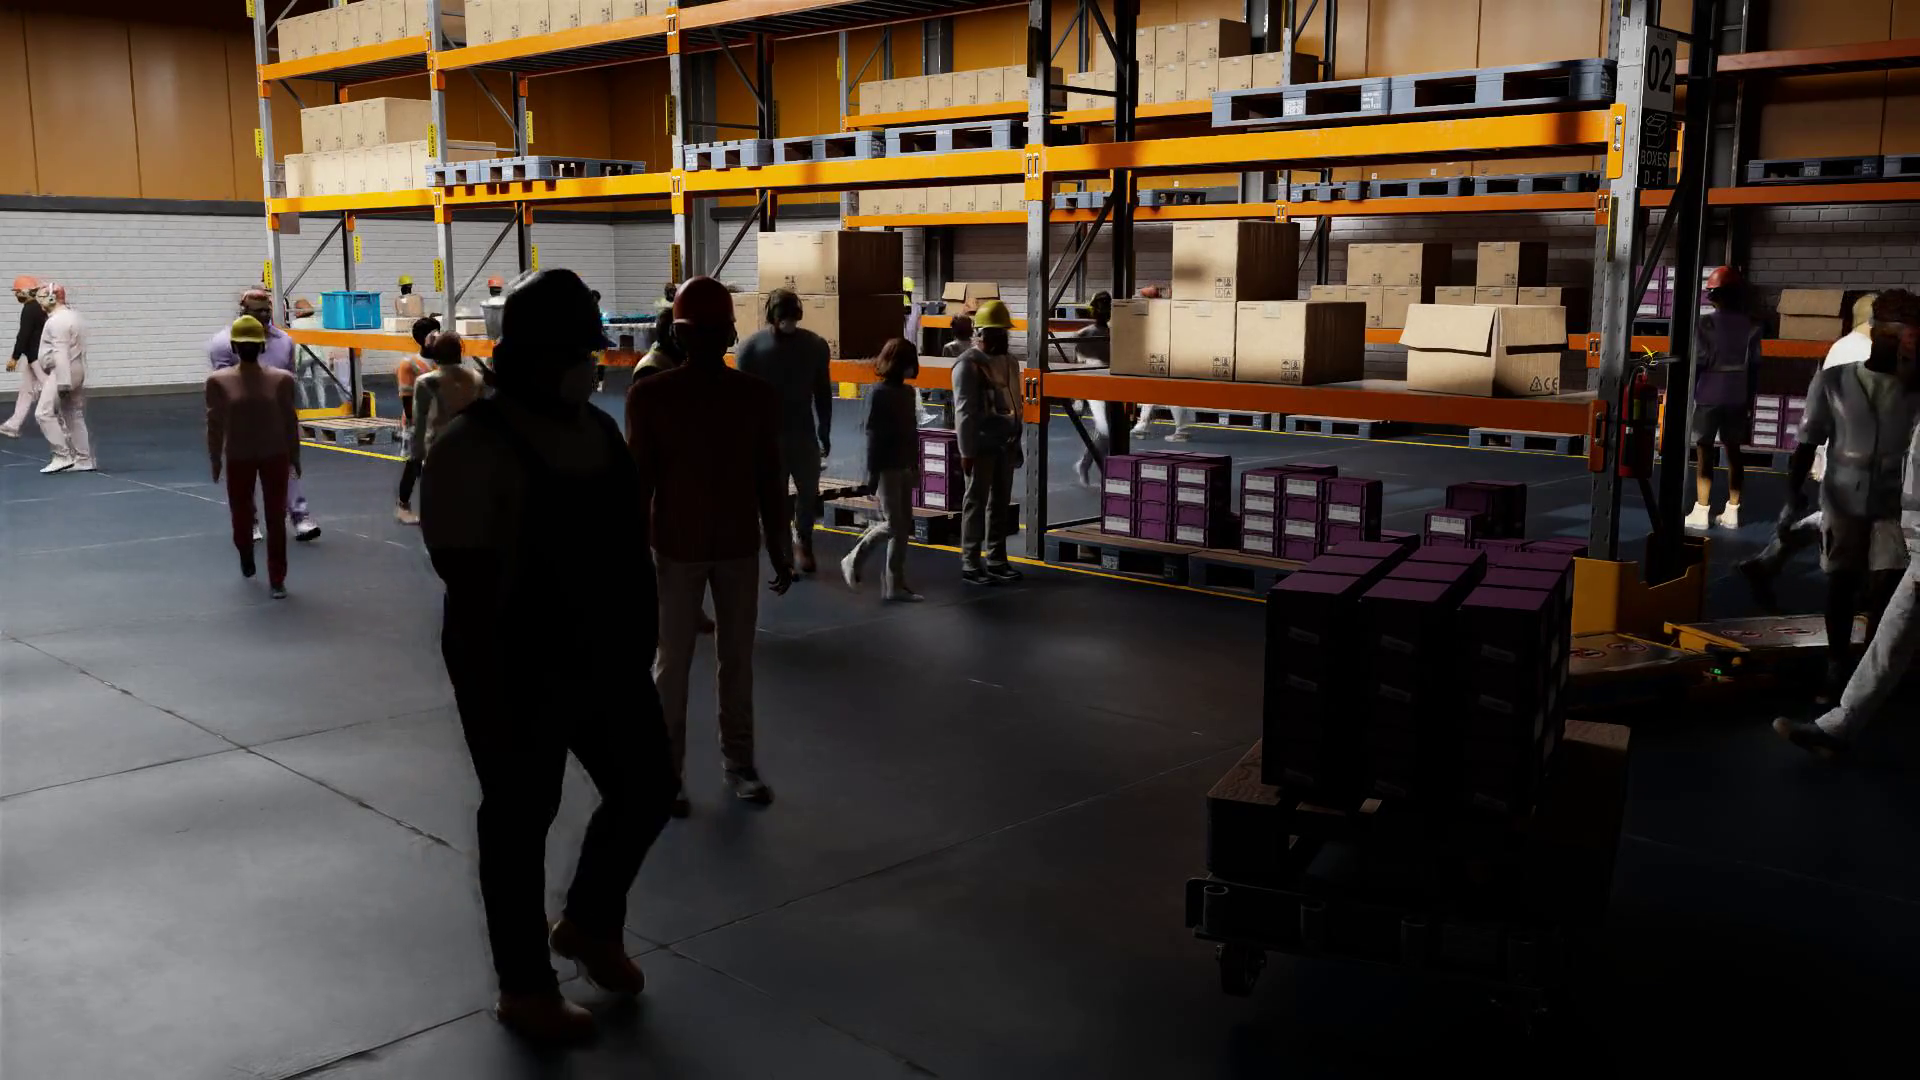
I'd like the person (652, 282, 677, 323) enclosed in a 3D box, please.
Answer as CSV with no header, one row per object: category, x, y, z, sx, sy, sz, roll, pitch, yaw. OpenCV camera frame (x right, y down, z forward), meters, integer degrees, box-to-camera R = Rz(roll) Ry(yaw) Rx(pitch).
person,-4.689,-3.284,27.058,0.621,1.822,0.720,-2,9,-11

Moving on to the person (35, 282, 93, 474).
person,-8.939,-1.589,16.426,0.591,1.885,0.669,-3,10,-18

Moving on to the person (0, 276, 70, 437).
person,-11.106,-2.176,19.877,1.009,1.939,0.611,-3,10,-20

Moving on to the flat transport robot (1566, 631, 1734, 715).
flat transport robot,2.848,0.629,7.766,1.431,0.197,0.652,-5,10,-26

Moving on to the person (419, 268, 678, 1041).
person,-1.043,0.308,4.327,0.538,2.000,0.686,6,11,33

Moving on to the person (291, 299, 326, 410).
person,-8.805,-2.431,22.405,0.564,1.611,0.536,6,11,31

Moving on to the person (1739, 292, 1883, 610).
person,5.161,-0.516,9.849,0.896,1.896,0.652,2,10,15

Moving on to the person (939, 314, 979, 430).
person,-0.019,-1.269,15.305,0.517,1.605,0.789,-7,11,-35

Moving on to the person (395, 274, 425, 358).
person,-9.201,-3.467,27.812,0.361,1.929,0.587,5,10,27

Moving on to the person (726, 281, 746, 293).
person,-2.624,-1.970,18.766,0.461,1.890,0.727,-6,11,-31

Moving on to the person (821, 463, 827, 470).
person,-1.698,-1.632,16.900,0.821,1.825,0.516,6,11,32

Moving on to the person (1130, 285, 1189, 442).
person,2.278,-2.049,19.428,0.903,1.825,0.579,3,10,18

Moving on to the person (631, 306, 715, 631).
person,-1.610,-0.385,9.219,0.531,1.831,0.629,2,10,13

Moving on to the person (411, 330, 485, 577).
person,-3.318,-0.548,10.806,0.371,1.626,0.536,7,12,38

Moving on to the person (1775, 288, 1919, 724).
person,4.047,-0.147,7.443,0.697,1.924,0.789,6,11,32

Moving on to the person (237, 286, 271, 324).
person,-8.840,-2.324,21.161,0.607,1.806,0.709,-3,10,-17

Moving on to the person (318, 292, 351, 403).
person,-7.878,-2.301,21.238,0.525,1.729,0.570,-8,12,-41

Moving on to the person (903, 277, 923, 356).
person,-0.780,-2.657,22.898,0.612,1.911,0.436,-5,11,-28

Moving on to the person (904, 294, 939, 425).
person,-0.712,-2.296,21.311,0.893,1.692,0.512,6,11,35

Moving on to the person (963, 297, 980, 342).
person,0.184,-2.576,23.286,0.502,1.629,0.274,-4,10,-26

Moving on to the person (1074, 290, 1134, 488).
person,1.249,-1.330,14.997,0.513,1.842,0.887,-5,11,-30

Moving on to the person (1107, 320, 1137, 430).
person,2.003,-2.259,20.409,0.543,1.928,0.372,2,10,13

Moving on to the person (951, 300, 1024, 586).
person,0.200,-0.616,10.668,0.403,1.826,0.595,8,12,40

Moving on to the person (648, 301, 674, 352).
person,-2.021,-0.896,12.340,0.404,1.833,0.586,7,12,38

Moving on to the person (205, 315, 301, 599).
person,-4.394,-0.527,10.367,0.529,1.750,0.642,-4,10,-23

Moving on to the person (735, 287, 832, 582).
person,-1.127,-0.673,10.746,0.636,1.915,0.444,-3,10,-16

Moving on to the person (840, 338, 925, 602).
person,-0.447,-0.419,10.078,0.420,1.615,0.526,4,10,26

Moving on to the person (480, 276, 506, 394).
person,-6.954,-3.008,25.038,0.555,1.919,0.578,-6,11,-34

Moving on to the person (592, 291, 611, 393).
person,-5.921,-3.209,27.017,0.553,1.655,0.819,-2,9,-11

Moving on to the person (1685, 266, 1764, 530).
person,5.888,-1.098,12.933,0.605,2.045,0.378,-1,9,-6

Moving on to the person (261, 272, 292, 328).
person,-11.266,-3.452,27.391,0.391,2.037,0.605,3,10,18

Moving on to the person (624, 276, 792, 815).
person,-0.939,0.022,6.233,0.634,1.993,0.395,-5,10,-27

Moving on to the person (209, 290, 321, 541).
person,-5.080,-0.885,12.179,0.648,1.856,1.005,-8,12,-42

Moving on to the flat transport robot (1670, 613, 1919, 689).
flat transport robot,4.220,0.541,8.307,1.431,0.197,0.652,-2,9,-12

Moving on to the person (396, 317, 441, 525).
person,-4.127,-0.910,12.983,0.887,1.642,0.549,7,12,37

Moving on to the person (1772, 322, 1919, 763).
person,3.786,0.057,6.520,0.997,1.821,0.664,5,11,29
